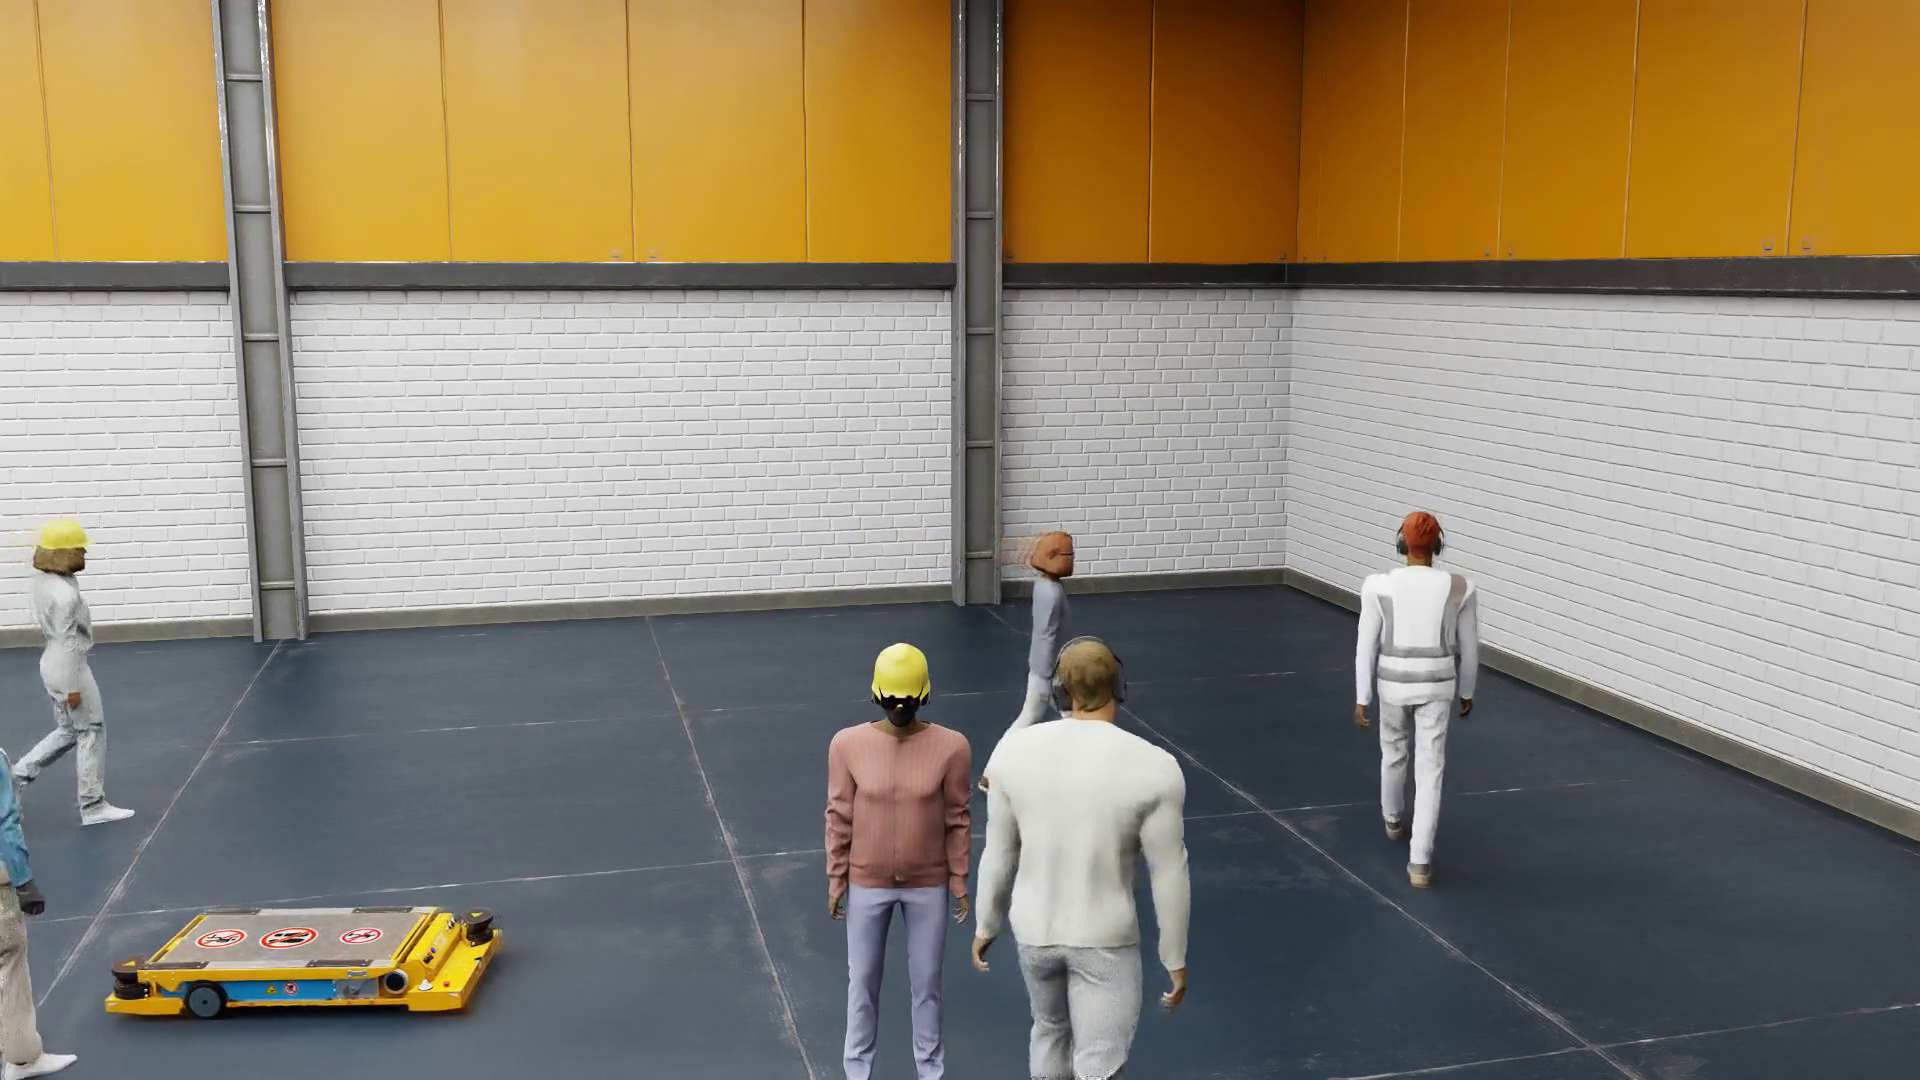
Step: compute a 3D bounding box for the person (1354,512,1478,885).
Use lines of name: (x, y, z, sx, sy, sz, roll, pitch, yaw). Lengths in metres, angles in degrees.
person: (2.346, 0.762, 8.558, 0.601, 1.821, 1.023, 2, 9, 14)

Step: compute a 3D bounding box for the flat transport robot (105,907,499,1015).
flat transport robot: (-2.759, 1.776, 7.066, 1.431, 0.197, 0.652, 0, 9, -2)

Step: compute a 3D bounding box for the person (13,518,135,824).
person: (-4.914, 0.736, 9.041, 0.576, 1.721, 0.491, -9, 12, -43)

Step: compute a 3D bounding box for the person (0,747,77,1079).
person: (-3.621, 1.242, 6.164, 0.532, 1.636, 0.406, 6, 11, 35)

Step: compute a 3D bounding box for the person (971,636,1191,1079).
person: (0.388, 1.252, 5.295, 0.720, 1.885, 0.880, 3, 10, 21)

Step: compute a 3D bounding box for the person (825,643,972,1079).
person: (-0.216, 1.221, 5.902, 0.524, 1.760, 0.328, 0, 9, -3)

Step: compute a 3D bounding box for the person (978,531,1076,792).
person: (0.496, 0.730, 9.480, 0.833, 1.593, 0.510, 0, 9, -3)
